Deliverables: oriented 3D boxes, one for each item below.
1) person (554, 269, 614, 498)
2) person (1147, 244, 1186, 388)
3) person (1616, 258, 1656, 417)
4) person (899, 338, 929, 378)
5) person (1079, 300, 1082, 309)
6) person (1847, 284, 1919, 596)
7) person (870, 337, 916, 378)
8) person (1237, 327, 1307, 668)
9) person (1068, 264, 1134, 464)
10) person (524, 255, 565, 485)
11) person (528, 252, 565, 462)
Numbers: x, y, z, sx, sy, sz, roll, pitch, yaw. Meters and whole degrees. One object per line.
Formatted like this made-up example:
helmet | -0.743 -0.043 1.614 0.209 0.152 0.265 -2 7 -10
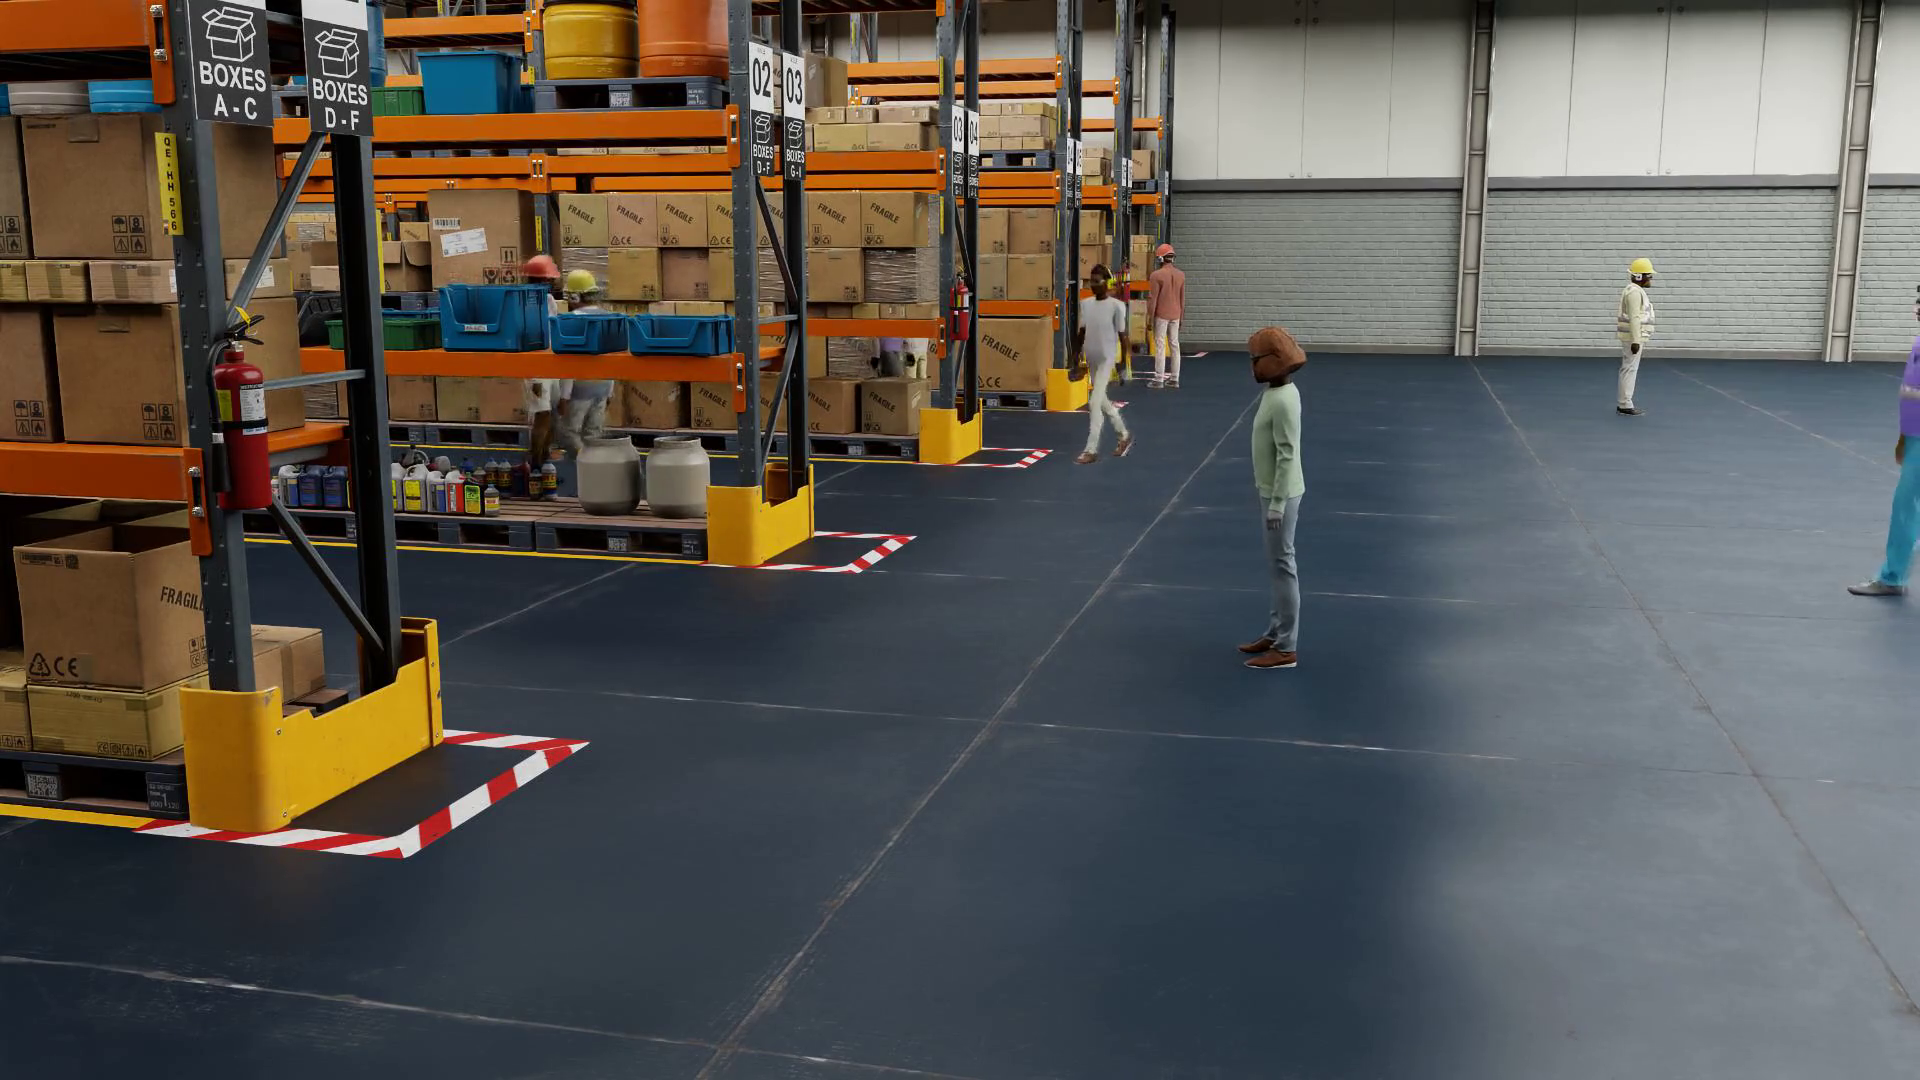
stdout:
person | -2.859 -1.156 12.743 0.439 1.822 0.613 5 11 26
person | 2.847 -3.101 23.078 0.616 1.986 0.401 -7 12 -33
person | 7.870 -2.358 19.381 0.404 1.829 0.600 3 11 17
person | -0.511 -1.973 17.796 0.278 1.633 0.498 7 13 36
person | 1.930 -3.545 26.632 0.894 1.587 0.516 2 10 10
person | 5.569 -0.567 9.465 0.775 1.823 0.578 2 10 12
person | -0.711 -1.943 16.918 0.466 1.893 0.594 4 11 19
person | 1.504 -0.201 7.975 0.285 1.633 0.498 1 10 6
person | 1.348 -1.643 15.436 0.913 1.836 0.520 -9 14 -41
person | -3.450 -1.406 13.860 0.410 1.917 0.564 2 10 10
person | -3.860 -1.683 15.394 0.372 1.932 0.627 -3 11 -14
